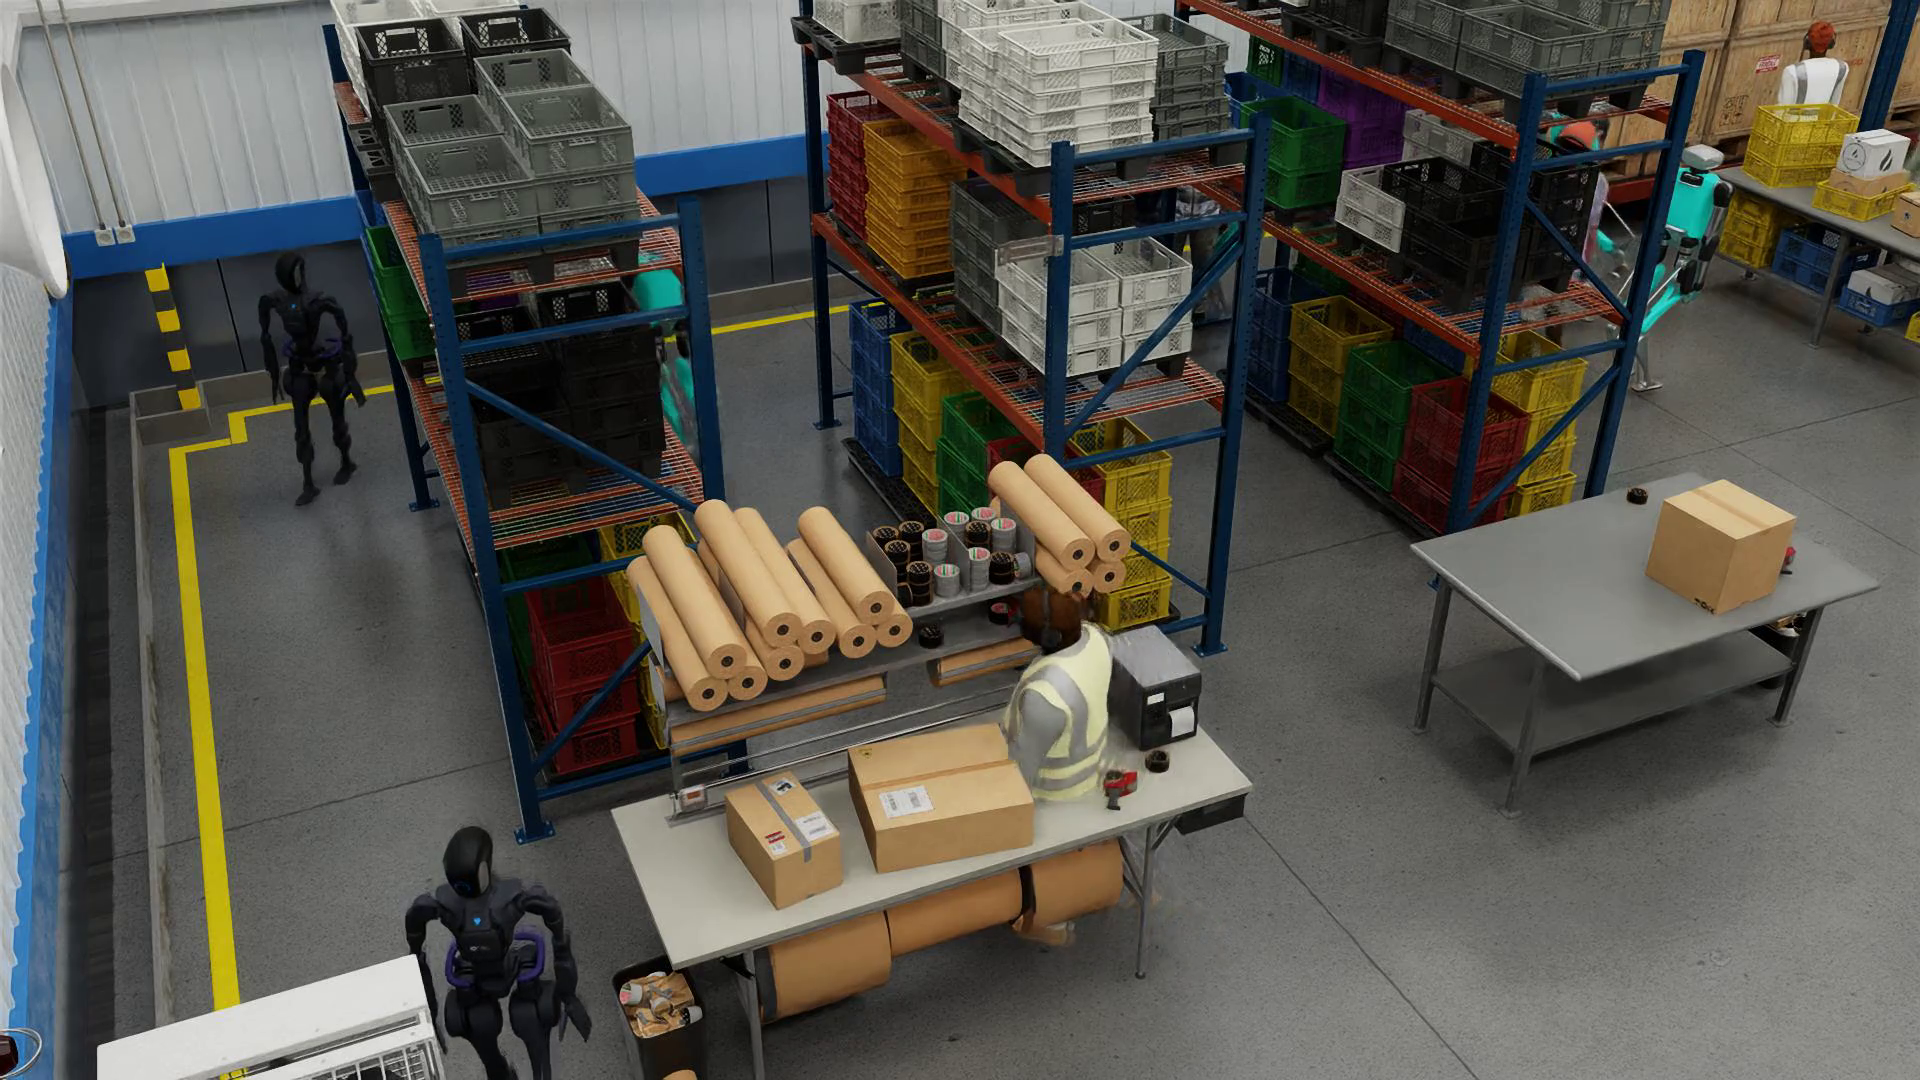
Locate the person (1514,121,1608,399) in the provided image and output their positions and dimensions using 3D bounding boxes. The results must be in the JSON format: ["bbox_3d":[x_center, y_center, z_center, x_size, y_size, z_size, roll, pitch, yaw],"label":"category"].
[{"bbox_3d":[4.039,-1.869,11.372,0.686,2.014,0.512,-10,33,-16],"label":"person"}]

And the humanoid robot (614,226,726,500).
[{"bbox_3d":[-1.694,-0.983,10.231,0.561,1.841,0.755,-23,38,-33],"label":"humanoid robot"}]

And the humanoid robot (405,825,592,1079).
[{"bbox_3d":[-1.646,1.655,5.945,0.612,1.638,0.527,-5,32,-8],"label":"humanoid robot"}]

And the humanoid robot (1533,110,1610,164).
[{"bbox_3d":[4.645,-2.664,12.975,0.530,1.851,0.756,10,33,16],"label":"humanoid robot"}]

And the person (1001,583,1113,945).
[{"bbox_3d":[0.371,0.961,6.935,0.455,1.819,0.624,11,33,17],"label":"person"}]

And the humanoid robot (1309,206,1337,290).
[{"bbox_3d":[2.817,-2.548,12.754,0.344,1.649,0.583,5,32,8],"label":"humanoid robot"}]

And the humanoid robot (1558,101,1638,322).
[{"bbox_3d":[4.768,-2.353,12.424,0.772,1.809,0.538,26,40,35],"label":"humanoid robot"}]

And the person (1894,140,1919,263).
[{"bbox_3d":[7.464,-2.647,12.723,0.377,1.911,0.763,-19,36,-28],"label":"person"}]

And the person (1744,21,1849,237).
[{"bbox_3d":[7.003,-3.378,13.916,0.572,1.885,0.357,-5,32,-8],"label":"person"}]

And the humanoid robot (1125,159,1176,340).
[{"bbox_3d":[1.327,-2.219,12.262,0.633,1.642,0.583,-4,32,-7],"label":"humanoid robot"}]

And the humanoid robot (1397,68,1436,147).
[{"bbox_3d":[3.648,-3.254,13.897,0.599,1.657,0.315,3,32,5],"label":"humanoid robot"}]

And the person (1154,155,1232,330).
[{"bbox_3d":[1.726,-2.447,12.454,0.598,1.829,0.404,3,32,5],"label":"person"}]

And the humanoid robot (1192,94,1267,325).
[{"bbox_3d":[1.980,-2.401,12.491,0.673,1.819,0.542,-16,35,-25],"label":"humanoid robot"}]

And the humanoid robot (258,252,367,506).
[{"bbox_3d":[-4.004,-1.014,10.290,0.589,1.638,0.627,-1,32,-2],"label":"humanoid robot"}]

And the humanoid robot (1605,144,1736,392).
[{"bbox_3d":[4.791,-1.836,11.461,0.744,1.690,0.530,-20,37,-28],"label":"humanoid robot"}]
